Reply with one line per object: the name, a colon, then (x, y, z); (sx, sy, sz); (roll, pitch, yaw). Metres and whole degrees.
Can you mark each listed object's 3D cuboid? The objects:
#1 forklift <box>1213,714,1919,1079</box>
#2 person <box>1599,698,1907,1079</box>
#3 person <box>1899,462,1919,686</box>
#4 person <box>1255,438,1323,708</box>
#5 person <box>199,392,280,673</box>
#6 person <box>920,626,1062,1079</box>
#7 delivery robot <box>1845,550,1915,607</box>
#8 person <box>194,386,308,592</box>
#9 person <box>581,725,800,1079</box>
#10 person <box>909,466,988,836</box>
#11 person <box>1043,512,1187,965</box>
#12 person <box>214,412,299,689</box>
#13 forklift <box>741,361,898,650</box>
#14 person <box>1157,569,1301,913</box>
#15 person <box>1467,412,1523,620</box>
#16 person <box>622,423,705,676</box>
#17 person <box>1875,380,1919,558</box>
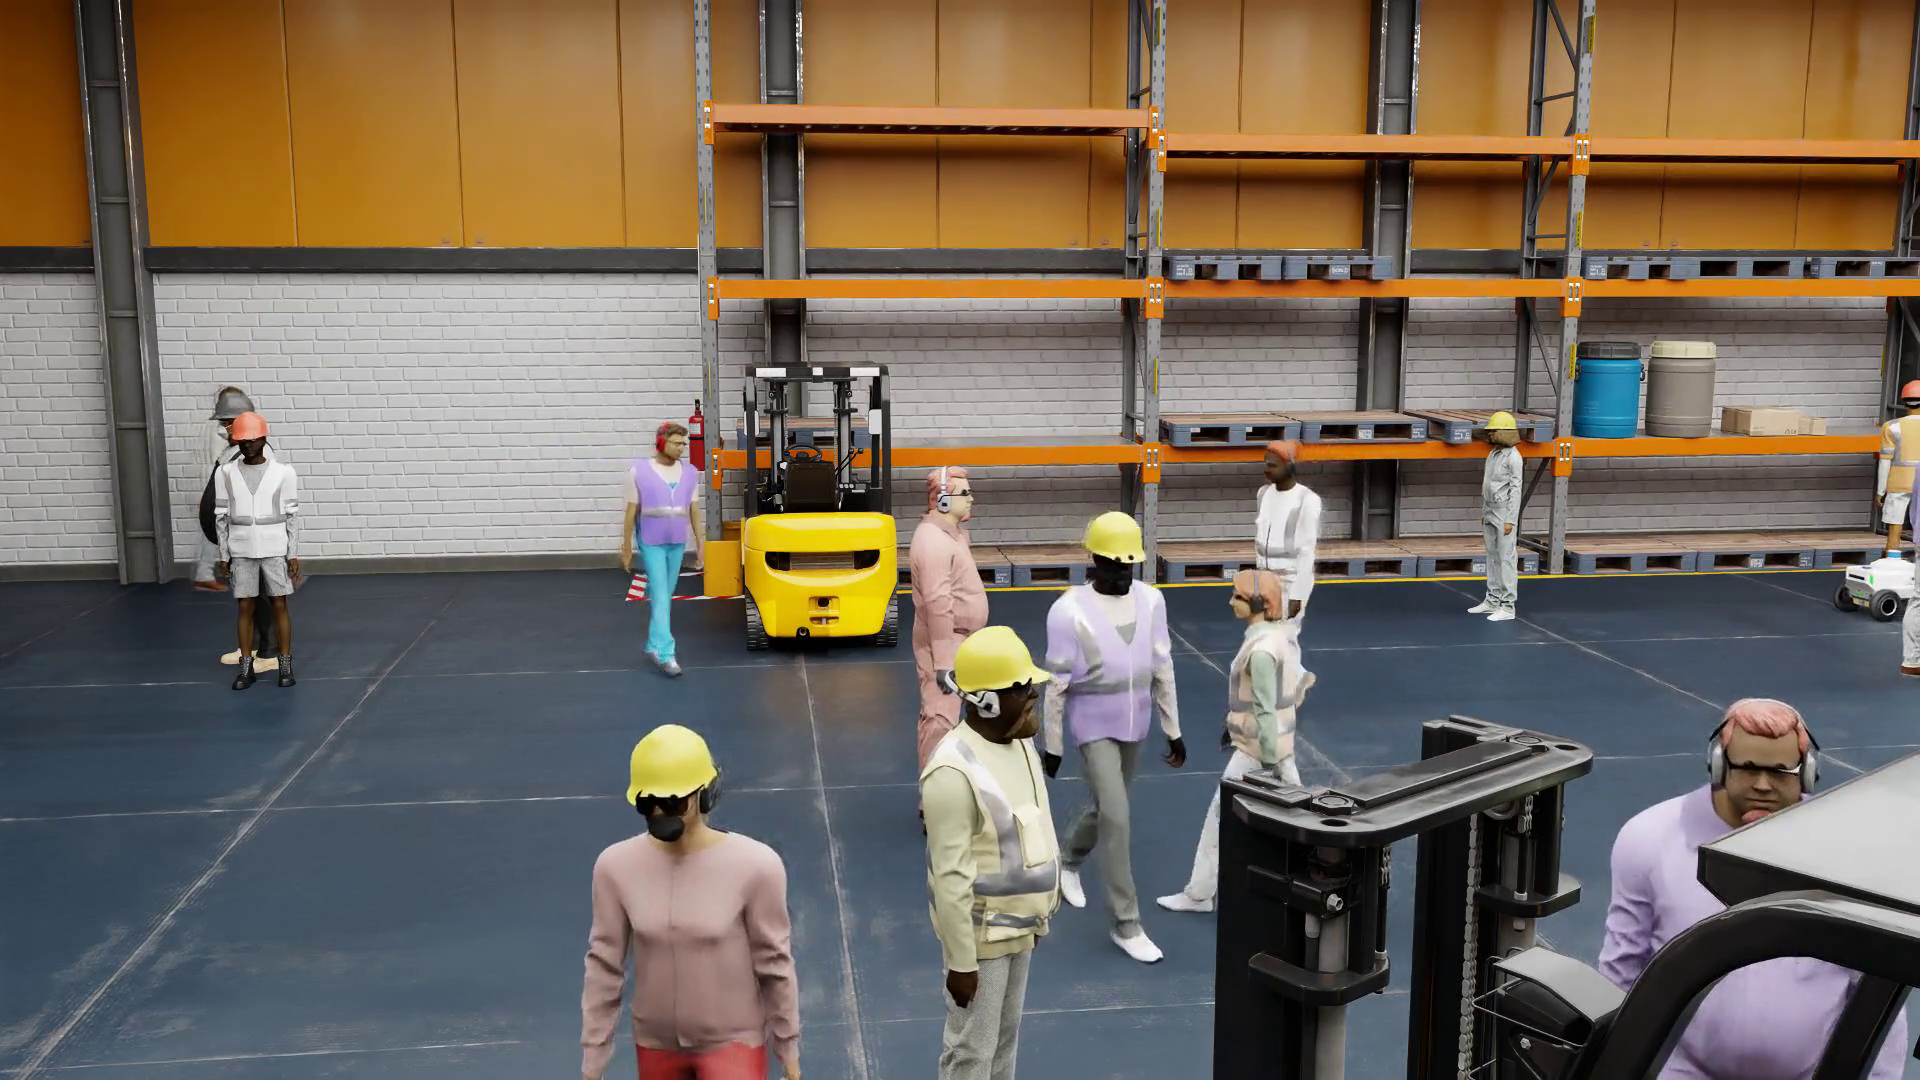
forklift: (1.441, 1.425, 2.350); (1.214, 2.155, 2.313); (-7, 12, -39)
person: (1.883, 1.308, 3.999); (0.672, 1.898, 0.481); (3, 10, 18)
person: (6.869, 0.066, 11.626); (0.355, 1.937, 0.634); (1, 9, 4)
person: (2.092, 0.280, 10.534); (0.500, 1.870, 0.573); (-5, 10, -30)
person: (-5.222, -0.057, 12.076); (0.537, 2.000, 0.689); (-8, 12, -39)
person: (0.108, 1.165, 5.083); (0.404, 1.837, 0.596); (4, 10, 22)
delivery robot: (7.850, 0.328, 14.005); (0.707, 0.478, 0.477); (-2, 9, -13)
person: (-6.486, -0.446, 14.995); (1.025, 1.885, 0.633); (-2, 9, -12)
person: (-0.707, 1.325, 4.327); (0.553, 1.746, 0.485); (2, 9, 12)
person: (-0.057, 0.569, 8.585); (0.406, 1.911, 0.639); (0, 9, -2)
person: (0.625, 0.792, 7.243); (0.584, 1.891, 0.901); (-6, 11, -33)
person: (-4.883, 0.074, 11.580); (0.545, 1.938, 0.359); (-2, 9, -15)
forklift: (-1.154, -0.340, 13.365); (1.214, 2.155, 2.313); (-1, 9, -7)
person: (1.379, 0.910, 7.425); (0.870, 1.594, 0.512); (3, 9, 16)
person: (4.500, -0.203, 13.915); (0.295, 1.743, 0.489); (-2, 9, -11)
person: (-2.084, 0.070, 11.995); (0.592, 1.806, 0.847); (-8, 12, -40)
person: (8.558, -0.471, 15.004); (0.542, 1.930, 0.375); (3, 10, 18)
